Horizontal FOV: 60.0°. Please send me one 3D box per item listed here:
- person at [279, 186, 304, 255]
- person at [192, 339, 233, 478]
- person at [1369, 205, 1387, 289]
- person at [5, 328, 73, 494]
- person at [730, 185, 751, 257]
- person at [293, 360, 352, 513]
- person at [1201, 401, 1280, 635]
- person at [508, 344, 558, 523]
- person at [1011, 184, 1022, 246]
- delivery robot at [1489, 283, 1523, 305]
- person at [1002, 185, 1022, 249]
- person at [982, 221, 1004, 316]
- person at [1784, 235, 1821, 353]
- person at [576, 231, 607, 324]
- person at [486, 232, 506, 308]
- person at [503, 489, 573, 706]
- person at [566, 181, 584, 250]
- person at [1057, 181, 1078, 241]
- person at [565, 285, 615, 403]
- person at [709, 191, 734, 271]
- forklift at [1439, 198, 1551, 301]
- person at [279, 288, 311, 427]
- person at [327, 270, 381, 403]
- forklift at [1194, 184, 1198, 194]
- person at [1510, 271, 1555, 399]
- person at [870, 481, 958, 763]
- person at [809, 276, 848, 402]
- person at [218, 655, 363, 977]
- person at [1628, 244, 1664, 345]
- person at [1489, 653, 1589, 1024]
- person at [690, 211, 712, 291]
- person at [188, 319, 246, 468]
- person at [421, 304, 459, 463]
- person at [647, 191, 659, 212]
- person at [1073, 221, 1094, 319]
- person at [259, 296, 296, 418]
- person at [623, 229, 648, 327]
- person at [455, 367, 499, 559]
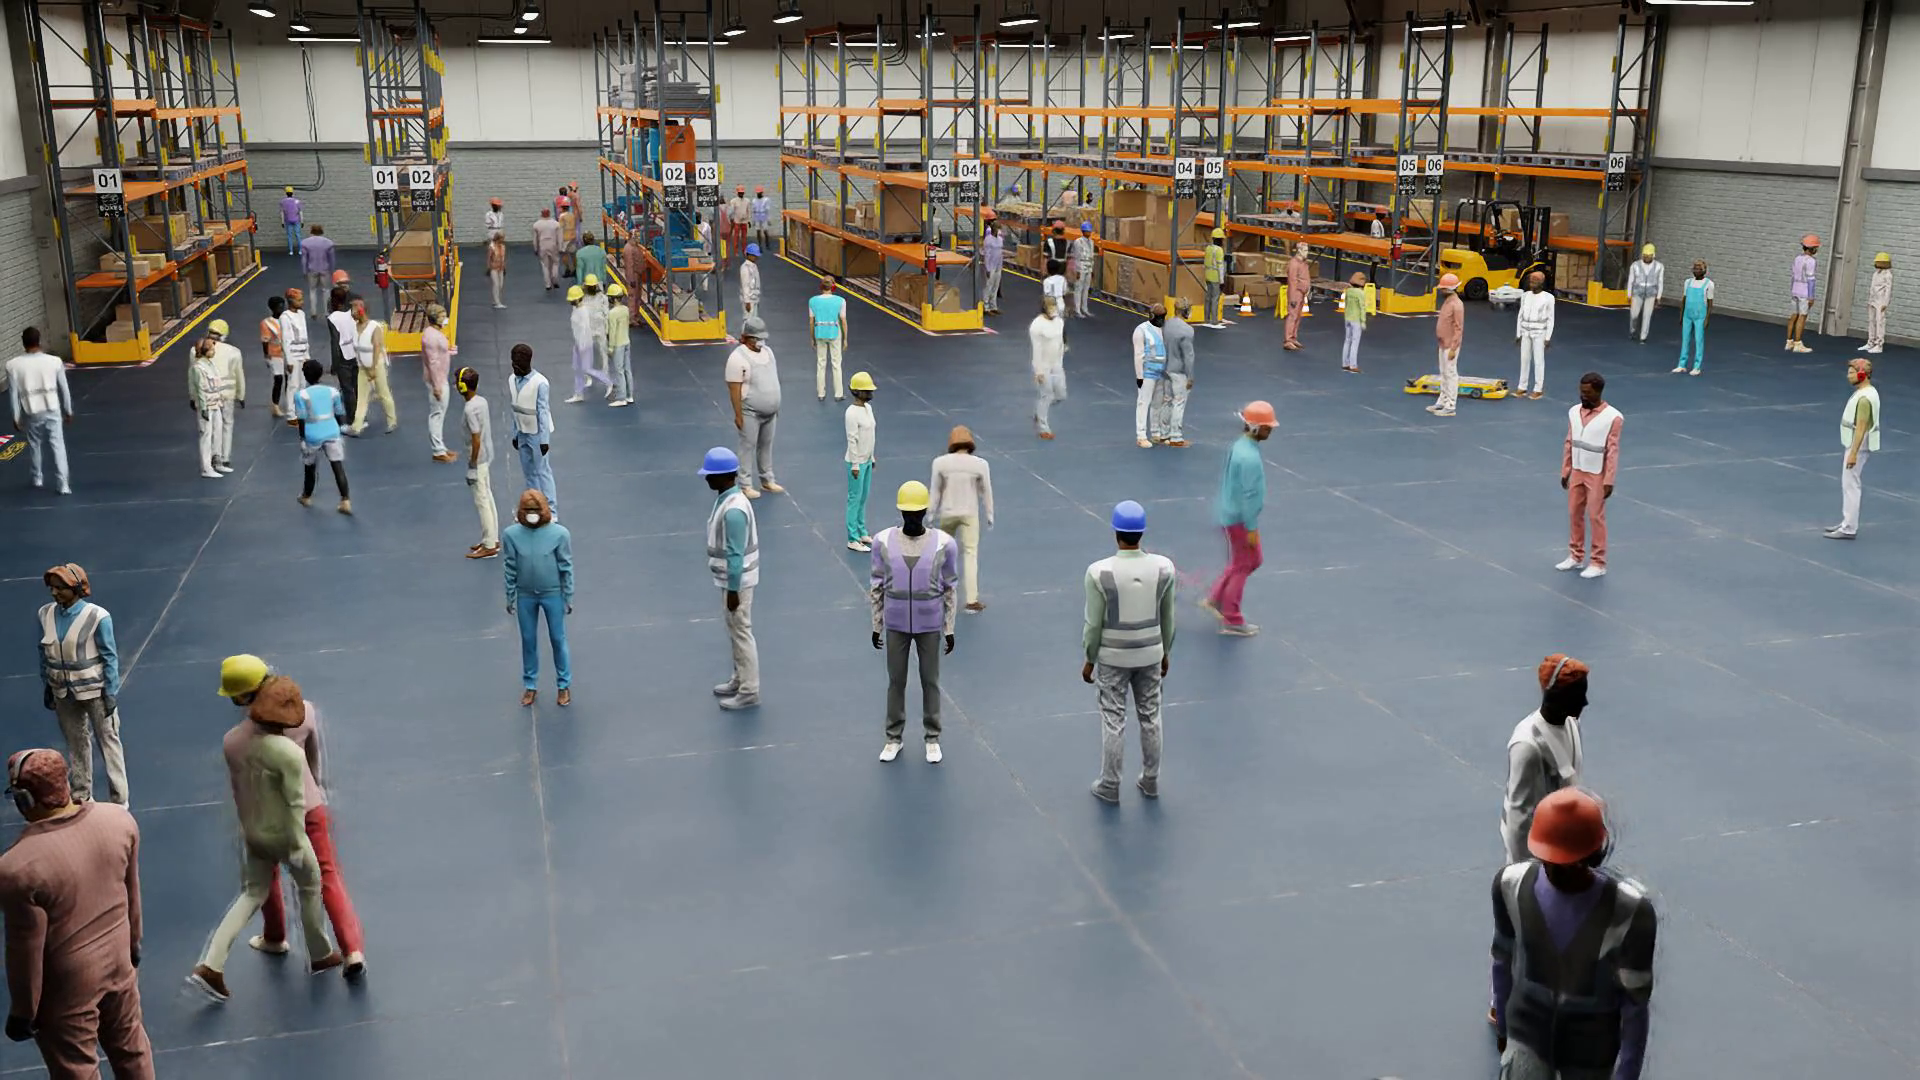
[{"bbox_3d":[-19.003,-9.079,47.321,0.595,1.923,0.374,-5,16,-20],"label":"person"},{"bbox_3d":[-8.836,-1.556,19.585,0.314,1.632,0.523,0,15,0],"label":"person"},{"bbox_3d":[9.772,-6.844,38.887,0.360,1.938,0.546,5,16,18],"label":"person"},{"bbox_3d":[-10.405,-1.471,18.845,0.612,1.854,0.983,-9,17,-30],"label":"person"},{"bbox_3d":[-6.139,-8.942,46.672,0.612,1.995,0.393,-10,18,-33],"label":"person"},{"bbox_3d":[-6.879,-1.116,17.881,0.898,1.643,0.549,13,20,41],"label":"person"},{"bbox_3d":[2.355,-0.175,13.716,0.482,1.976,0.639,2,15,6],"label":"person"},{"bbox_3d":[-4.459,-1.105,17.356,0.586,1.910,0.396,12,19,39],"label":"person"},{"bbox_3d":[1.703,-9.850,50.408,0.404,1.829,0.588,3,15,11],"label":"person"},{"bbox_3d":[11.529,-5.186,35.120,0.707,0.478,0.477,-6,16,-22],"label":"delivery robot"},{"bbox_3d":[1.507,-9.456,48.771,0.611,1.920,0.913,-12,19,-38],"label":"person"},{"bbox_3d":[0.685,-5.555,34.063,0.383,1.931,0.630,9,17,31],"label":"person"},{"bbox_3d":[14.796,-4.310,29.151,0.371,2.044,0.608,-1,15,-2],"label":"person"},{"bbox_3d":[-6.951,-4.851,31.415,0.631,1.933,0.370,-13,19,-39],"label":"person"},{"bbox_3d":[-9.865,-5.749,35.434,0.555,1.589,0.576,8,17,28],"label":"person"},{"bbox_3d":[-3.071,0.417,12.163,0.500,1.627,0.278,0,15,0],"label":"person"},{"bbox_3d":[-11.330,-9.519,48.863,0.611,1.985,0.393,8,17,29],"label":"person"},{"bbox_3d":[3.297,-10.033,51.012,0.673,1.881,0.379,-2,15,-7],"label":"person"},{"bbox_3d":[-5.448,-2.861,24.269,0.609,1.737,0.543,-9,18,-31],"label":"person"},{"bbox_3d":[-6.186,-7.957,42.878,0.688,2.000,0.536,-10,18,-33],"label":"person"},{"bbox_3d":[11.913,-6.508,37.130,2.313,2.155,1.214,-4,15,-15],"label":"forklift"},{"bbox_3d":[-9.002,-2.474,22.584,0.368,1.874,0.586,1,15,4],"label":"person"},{"bbox_3d":[-8.808,-2.939,24.168,0.884,1.961,0.621,11,18,35],"label":"person"},{"bbox_3d":[7.392,-11.333,53.972,1.873,2.768,1.129,-4,15,-15],"label":"forklift"},{"bbox_3d":[8.507,-3.036,24.661,0.337,1.882,0.585,-10,18,-33],"label":"person"},{"bbox_3d":[-0.309,0.546,11.093,0.588,1.930,0.364,1,15,5],"label":"person"},{"bbox_3d":[-1.925,-2.944,24.387,0.568,1.845,0.386,2,15,9],"label":"person"},{"bbox_3d":[-3.369,1.385,8.352,0.854,1.712,0.541,12,19,39],"label":"person"},{"bbox_3d":[12.398,-4.445,30.096,0.597,1.820,0.425,5,16,19],"label":"person"},{"bbox_3d":[2.749,1.436,7.866,0.355,1.872,0.566,13,20,41],"label":"person"},{"bbox_3d":[-6.041,-6.663,38.398,0.623,1.841,0.430,0,15,0],"label":"person"},{"bbox_3d":[-8.887,-1.733,19.952,0.640,1.787,0.636,-9,17,-30],"label":"person"},{"bbox_3d":[-6.377,-1.917,20.346,0.369,1.938,0.630,-3,15,-11],"label":"person"},{"bbox_3d":[-8.736,-8.889,46.770,0.633,1.843,0.429,10,18,33],"label":"person"},{"bbox_3d":[2.523,-5.468,33.690,0.398,1.949,0.604,11,19,37],"label":"person"},{"bbox_3d":[-9.489,-2.571,23.288,0.390,1.689,0.550,7,16,24],"label":"person"},{"bbox_3d":[-6.328,-5.114,32.467,0.402,1.900,0.647,1,15,4],"label":"person"},{"bbox_3d":[-4.679,-0.743,16.074,0.335,1.865,0.519,-1,15,-3],"label":"person"}]
